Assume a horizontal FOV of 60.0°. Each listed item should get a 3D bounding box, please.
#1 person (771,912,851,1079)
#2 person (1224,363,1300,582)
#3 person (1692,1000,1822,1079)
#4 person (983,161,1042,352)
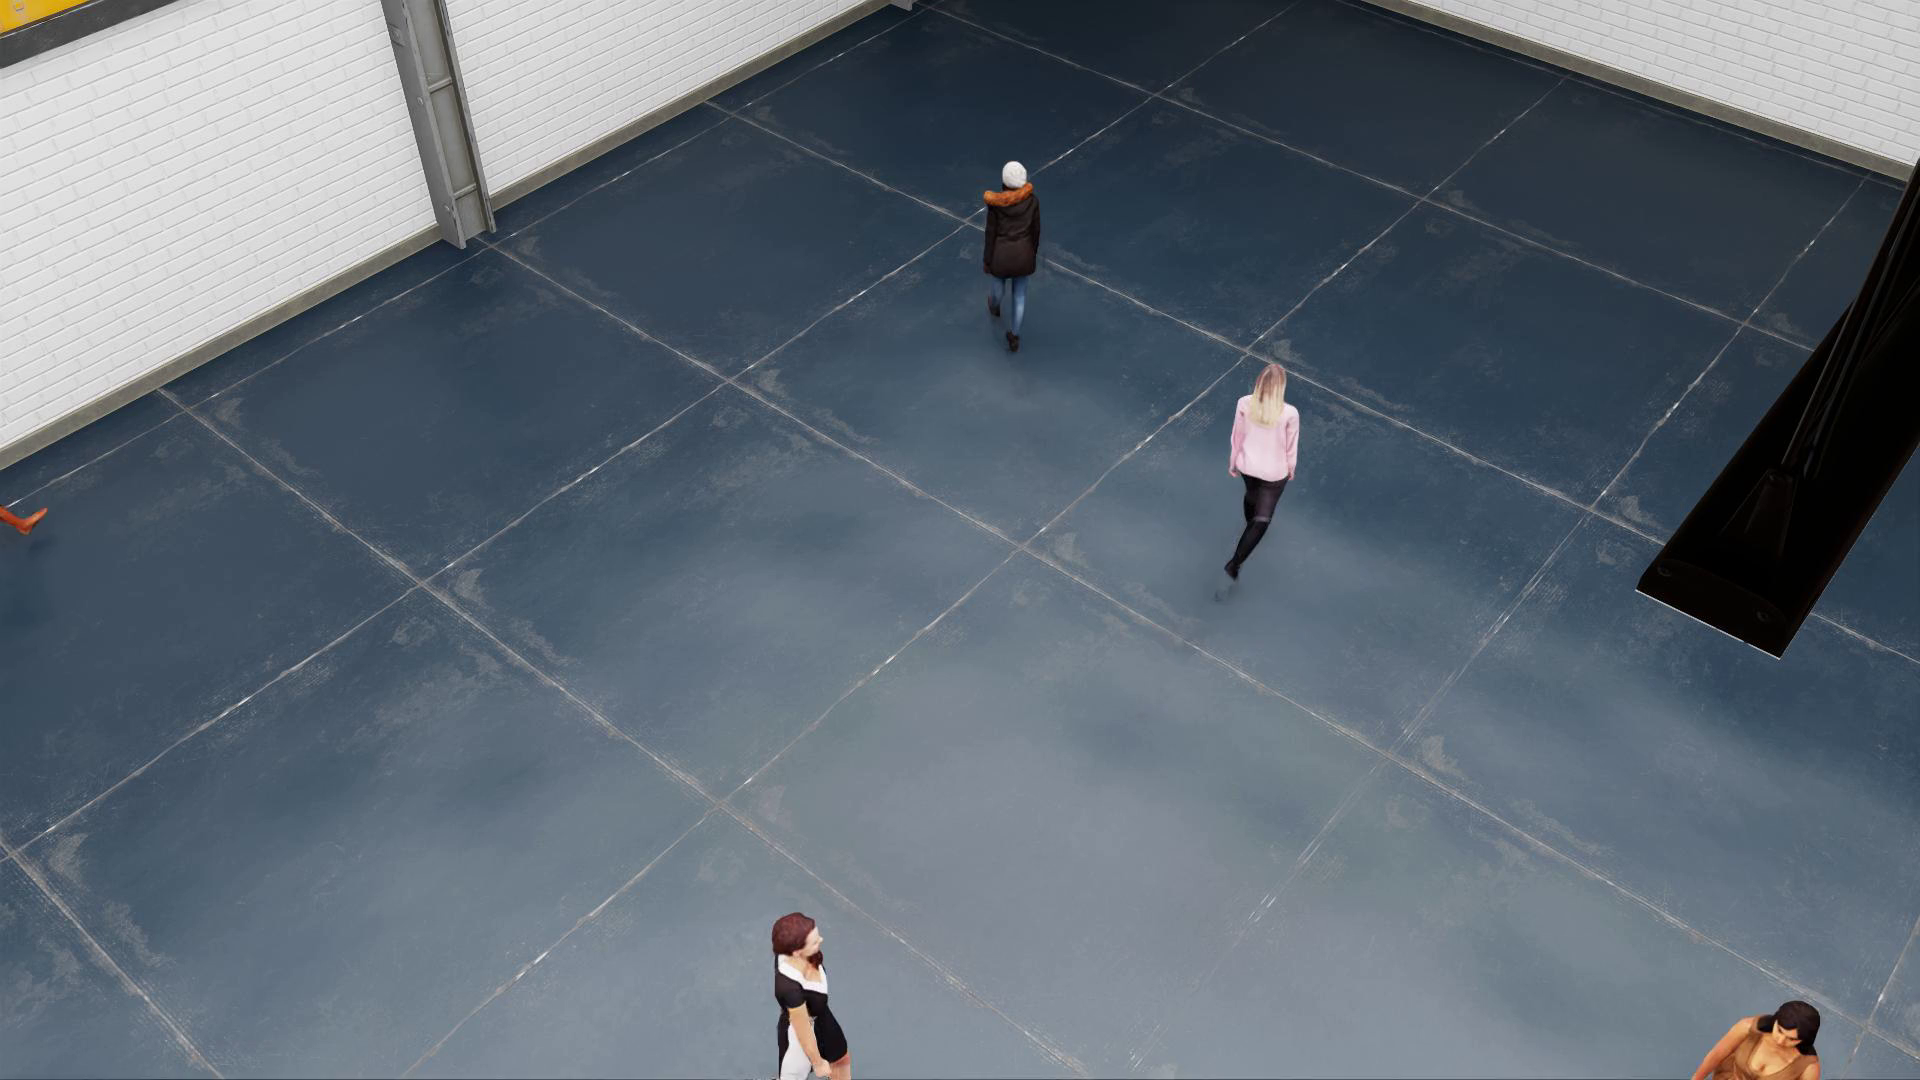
[{"bbox_3d":[-0.850,2.443,8.156,1.109,1.767,1.093,0,44,-1],"label":"person"},{"bbox_3d":[2.019,-0.448,11.265,0.689,1.664,1.090,23,48,22],"label":"person"},{"bbox_3d":[3.823,2.655,8.022,1.104,1.643,0.735,-28,50,-27],"label":"person"},{"bbox_3d":[0.424,-2.205,13.148,0.980,1.611,1.019,-6,44,-7],"label":"person"}]
